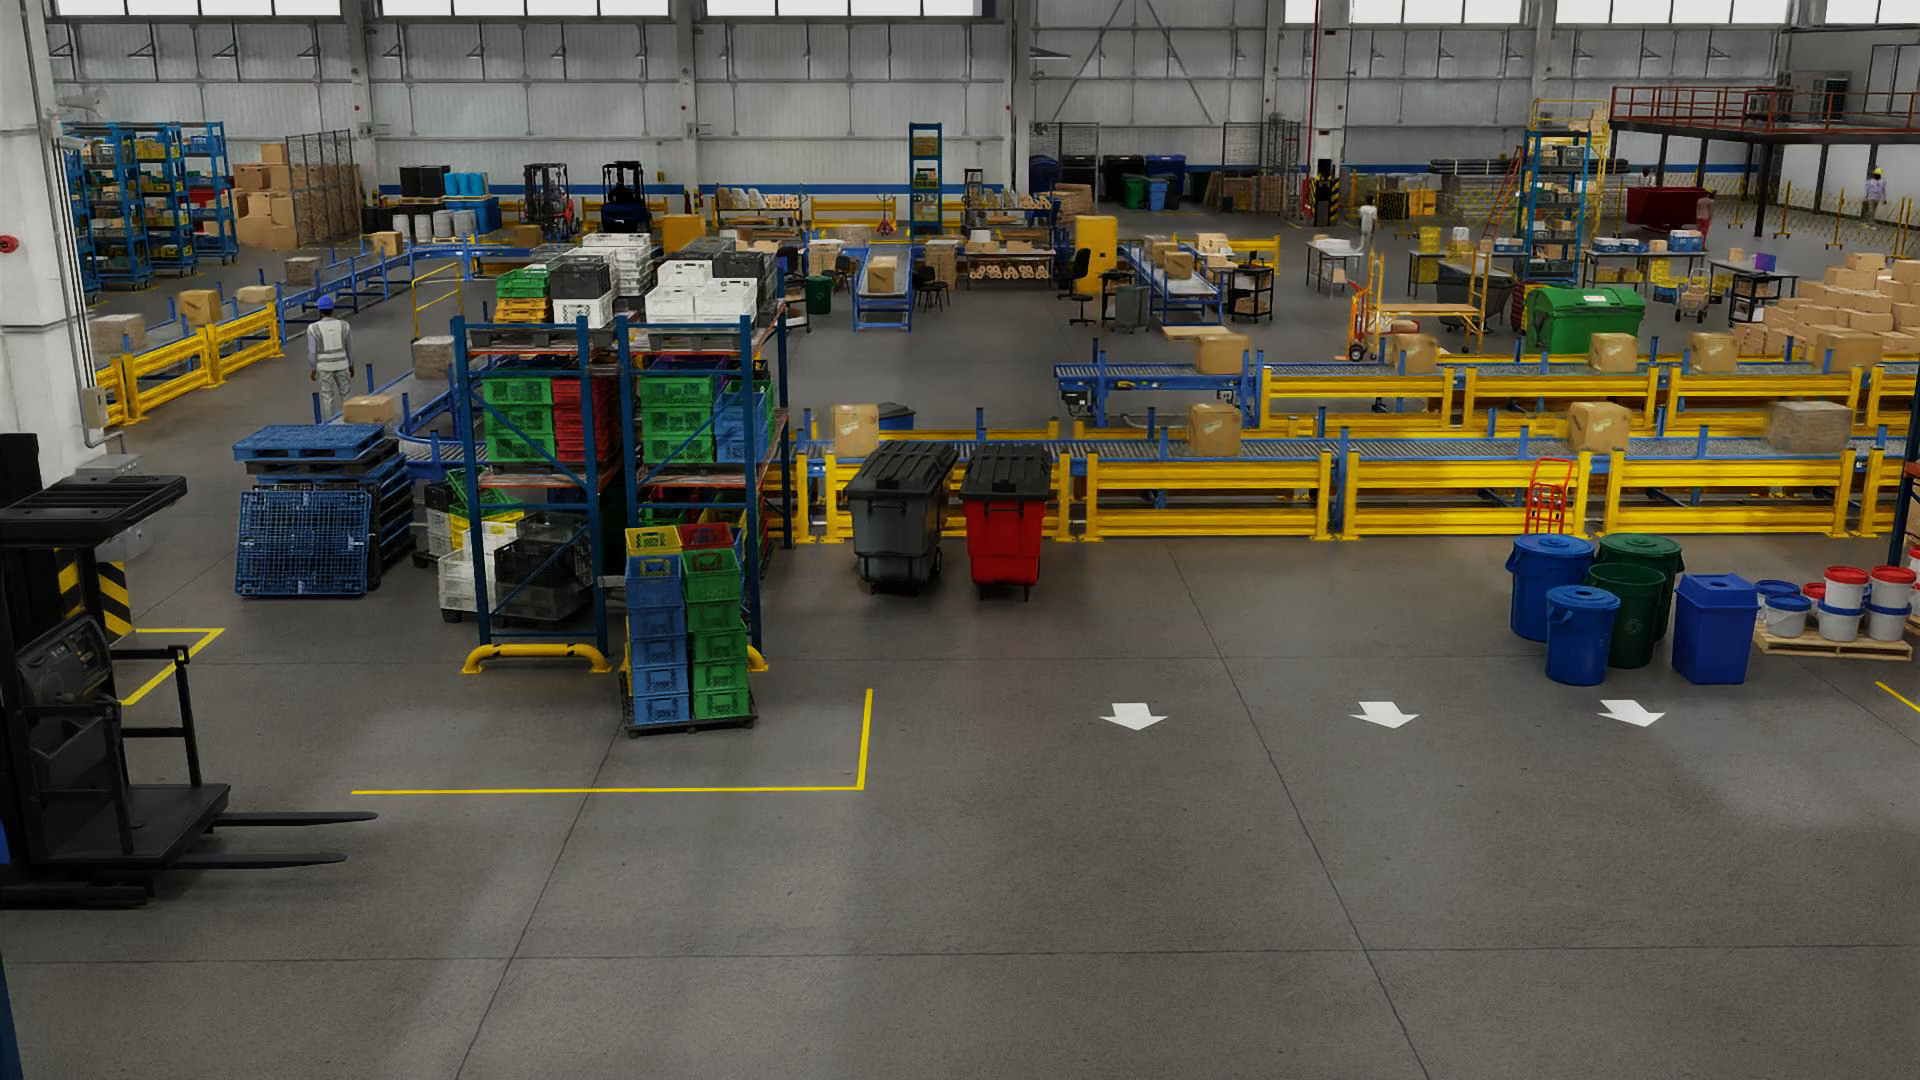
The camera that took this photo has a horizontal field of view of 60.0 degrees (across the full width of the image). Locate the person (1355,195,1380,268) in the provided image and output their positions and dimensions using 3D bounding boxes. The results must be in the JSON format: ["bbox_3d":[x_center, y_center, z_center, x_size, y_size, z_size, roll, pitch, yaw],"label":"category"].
[{"bbox_3d":[10.359,-7.845,42.261,0.519,1.809,1.004,14,21,39],"label":"person"}]

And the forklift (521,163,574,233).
[{"bbox_3d":[-12.233,-10.122,49.298,1.157,1.987,2.680,0,16,-1],"label":"forklift"}]

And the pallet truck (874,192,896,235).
[{"bbox_3d":[-2.277,-9.986,50.594,0.653,1.274,1.630,0,16,-1],"label":"pallet truck"}]

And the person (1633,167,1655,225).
[{"bbox_3d":[21.892,-11.011,53.220,0.596,1.837,0.980,15,22,43],"label":"person"}]

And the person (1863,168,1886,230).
[{"bbox_3d":[28.512,-10.663,51.910,0.603,1.897,0.904,0,16,-1],"label":"person"}]

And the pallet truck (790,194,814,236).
[{"bbox_3d":[-4.814,-9.883,50.259,0.704,1.261,1.522,-1,16,-3],"label":"pallet truck"}]

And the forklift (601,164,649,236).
[{"bbox_3d":[-9.948,-10.127,49.296,1.157,1.987,2.680,-1,16,-3],"label":"forklift"}]

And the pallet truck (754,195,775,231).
[{"bbox_3d":[-6.051,-9.967,50.660,0.680,1.201,1.601,0,16,-1],"label":"pallet truck"}]

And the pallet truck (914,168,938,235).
[{"bbox_3d":[-0.989,-10.316,50.507,0.823,1.965,1.885,1,16,3],"label":"pallet truck"}]

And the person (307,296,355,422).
[{"bbox_3d":[-8.739,-2.420,23.148,0.617,1.946,0.397,-12,20,-36],"label":"person"}]

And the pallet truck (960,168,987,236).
[{"bbox_3d":[0.383,-10.230,50.206,0.823,1.965,1.885,-1,16,-3],"label":"pallet truck"}]

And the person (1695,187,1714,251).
[{"bbox_3d":[20.494,-8.833,45.781,0.334,1.761,0.529,-7,18,-24],"label":"person"}]

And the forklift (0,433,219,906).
[{"bbox_3d":[-5.952,0.780,10.366,1.873,2.768,1.129,0,16,-1],"label":"forklift"}]
